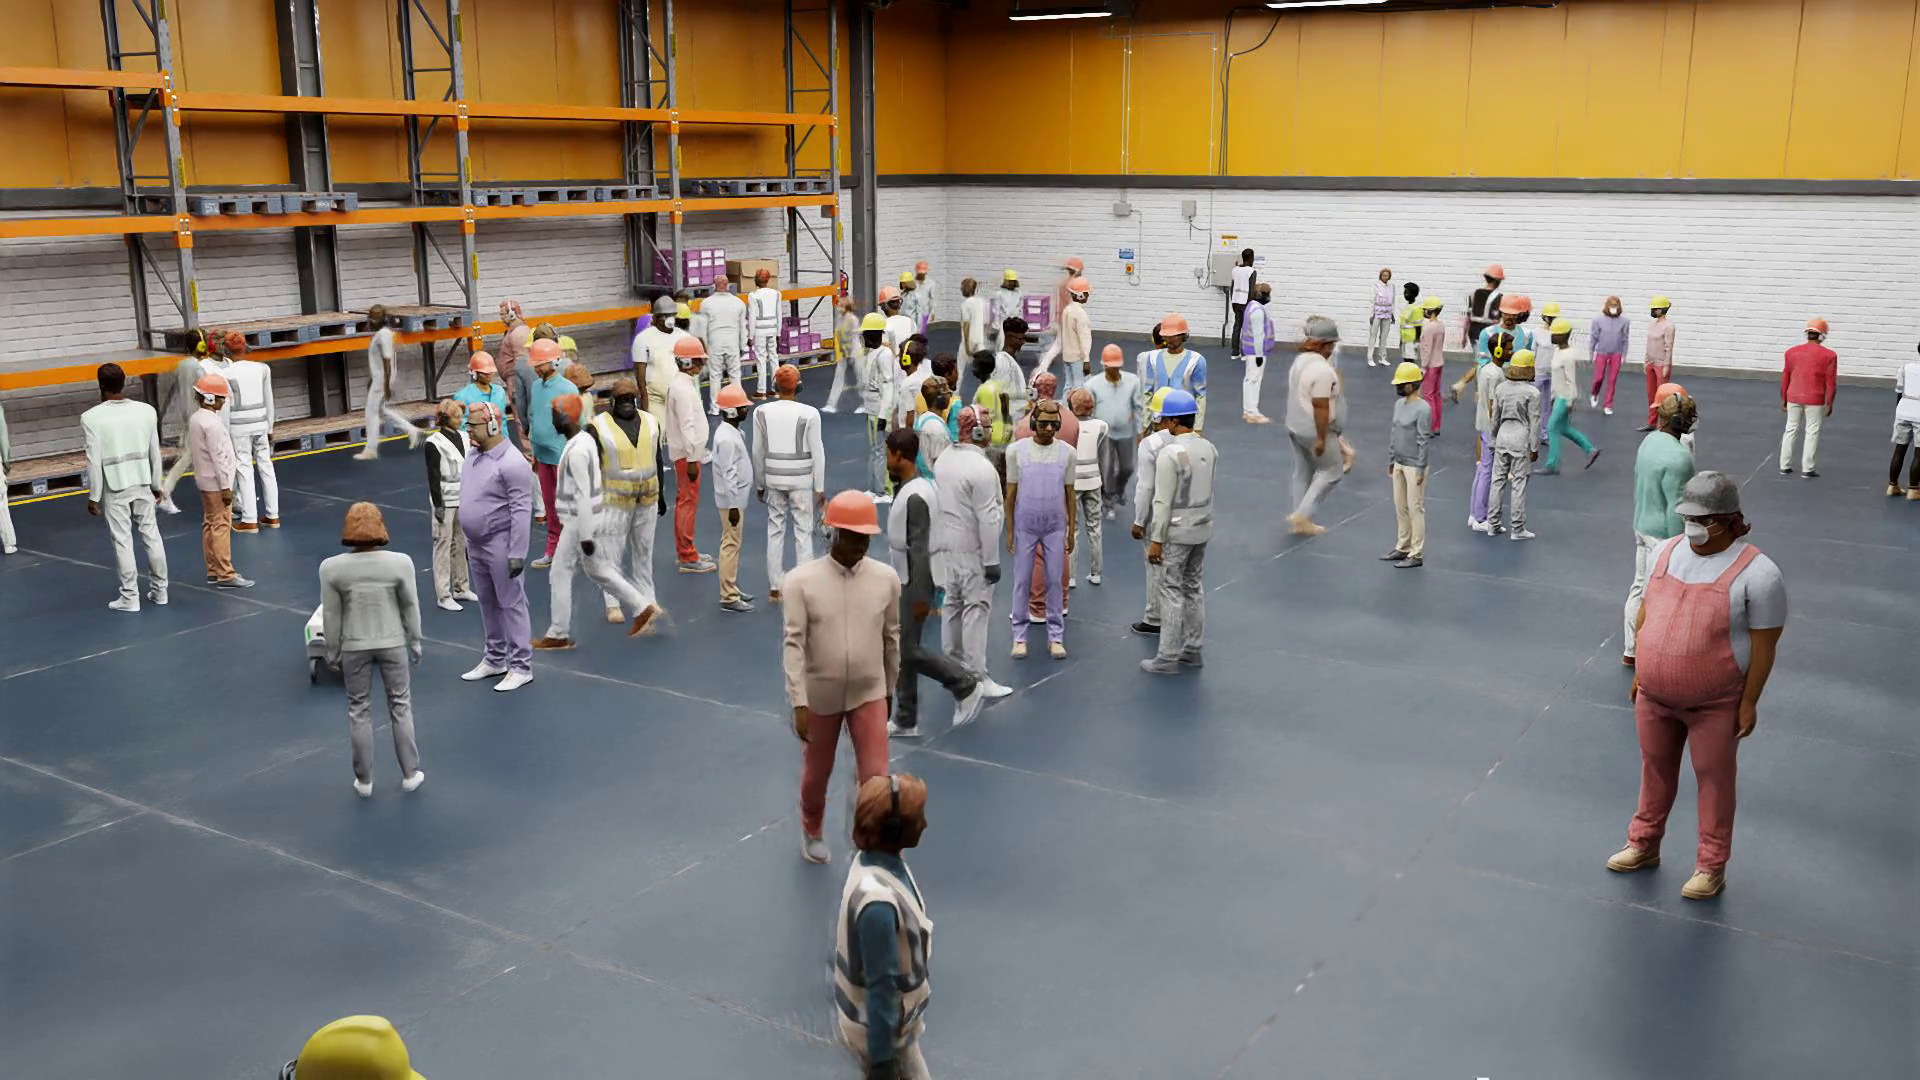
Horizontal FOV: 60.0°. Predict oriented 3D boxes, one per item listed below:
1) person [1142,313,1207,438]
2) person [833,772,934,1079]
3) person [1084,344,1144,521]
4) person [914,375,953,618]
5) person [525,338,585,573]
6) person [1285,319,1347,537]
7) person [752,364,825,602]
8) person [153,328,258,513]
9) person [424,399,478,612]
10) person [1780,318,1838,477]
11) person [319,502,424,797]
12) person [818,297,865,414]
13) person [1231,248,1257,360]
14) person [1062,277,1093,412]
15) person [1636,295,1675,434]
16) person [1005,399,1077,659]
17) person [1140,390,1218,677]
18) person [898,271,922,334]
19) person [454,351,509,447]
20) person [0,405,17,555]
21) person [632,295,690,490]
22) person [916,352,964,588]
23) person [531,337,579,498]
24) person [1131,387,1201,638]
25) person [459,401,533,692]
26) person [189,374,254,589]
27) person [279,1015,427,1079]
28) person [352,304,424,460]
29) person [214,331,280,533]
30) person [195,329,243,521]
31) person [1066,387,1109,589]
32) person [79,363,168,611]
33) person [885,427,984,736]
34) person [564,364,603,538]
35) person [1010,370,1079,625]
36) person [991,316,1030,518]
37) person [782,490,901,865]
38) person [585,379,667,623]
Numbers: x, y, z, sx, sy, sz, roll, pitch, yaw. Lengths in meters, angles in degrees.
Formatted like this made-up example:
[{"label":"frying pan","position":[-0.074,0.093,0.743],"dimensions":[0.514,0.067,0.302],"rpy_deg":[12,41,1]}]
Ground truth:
[{"label":"person","position":[1.991,-1.113,15.631],"dimensions":[0.615,2.040,0.381],"rpy_deg":[7,15,29]},{"label":"person","position":[-0.213,1.503,5.165],"dimensions":[0.360,1.625,0.547],"rpy_deg":[-1,13,-3]},{"label":"person","position":[1.478,-1.052,16.069],"dimensions":[0.592,1.717,0.592],"rpy_deg":[-1,13,-5]},{"label":"person","position":[-0.180,-0.331,12.670],"dimensions":[0.344,1.847,0.504],"rpy_deg":[-4,14,-17]},{"label":"person","position":[-3.406,-0.703,13.954],"dimensions":[0.623,1.992,0.397],"rpy_deg":[11,17,39]},{"label":"person","position":[3.272,-1.029,15.268],"dimensions":[0.539,2.000,0.683],"rpy_deg":[-4,13,-15]},{"label":"person","position":[-1.333,-0.435,13.035],"dimensions":[0.585,1.882,0.337],"rpy_deg":[4,14,16]},{"label":"person","position":[-7.559,-1.178,16.427],"dimensions":[0.533,1.817,0.979],"rpy_deg":[9,16,35]},{"label":"person","position":[-3.936,-0.280,12.907],"dimensions":[0.313,1.637,0.513],"rpy_deg":[4,14,18]},{"label":"person","position":[9.301,-1.558,18.225],"dimensions":[0.352,1.739,0.573],"rpy_deg":[-12,17,-41]},{"label":"person","position":[-3.207,0.598,9.104],"dimensions":[0.507,1.631,0.268],"rpy_deg":[-4,14,-17]},{"label":"person","position":[-1.568,-2.479,22.496],"dimensions":[0.817,1.594,0.534],"rpy_deg":[-10,17,-38]},{"label":"person","position":[4.900,-4.063,28.700],"dimensions":[0.374,1.917,0.597],"rpy_deg":[-8,15,-31]},{"label":"person","position":[1.465,-2.267,20.741],"dimensions":[0.375,1.995,0.611],"rpy_deg":[-5,14,-20]},{"label":"person","position":[8.806,-2.211,21.029],"dimensions":[0.342,1.761,0.528],"rpy_deg":[-2,13,-9]},{"label":"person","position":[0.564,-0.073,11.579],"dimensions":[0.501,1.840,0.349],"rpy_deg":[-1,13,-5]},{"label":"person","position":[1.491,-0.048,11.257],"dimensions":[0.420,1.933,0.618],"rpy_deg":[11,17,39]},{"label":"person","position":[-0.804,-3.261,25.603],"dimensions":[0.492,1.742,0.321],"rpy_deg":[11,17,39]},{"label":"person","position":[-4.282,-0.834,15.054],"dimensions":[0.343,1.749,0.571],"rpy_deg":[8,15,31]},{"label":"person","position":[-8.560,-0.649,14.495],"dimensions":[0.515,1.641,0.315],"rpy_deg":[-9,16,-35]},{"label":"person","position":[-3.057,-1.548,17.519],"dimensions":[0.683,2.000,0.538],"rpy_deg":[-10,17,-38]},{"label":"person","position":[-0.145,-0.568,13.536],"dimensions":[0.392,1.920,0.593],"rpy_deg":[-9,16,-35]},{"label":"person","position":[-4.006,-1.203,16.822],"dimensions":[0.537,1.670,0.897],"rpy_deg":[12,18,43]},{"label":"person","position":[1.489,-0.203,12.143],"dimensions":[0.594,1.832,0.404],"rpy_deg":[-10,16,-36]},{"label":"person","position":[-3.078,0.036,10.943],"dimensions":[0.648,1.907,0.409],"rpy_deg":[11,17,41]},{"label":"person","position":[-6.032,-0.478,13.530],"dimensions":[0.334,1.743,0.559],"rpy_deg":[-10,17,-38]},{"label":"person","position":[-1.250,1.824,3.521],"dimensions":[0.339,1.761,0.524],"rpy_deg":[-1,13,-3]},{"label":"person","position":[-6.702,-1.840,19.306],"dimensions":[0.770,1.805,0.535],"rpy_deg":[-5,14,-22]},{"label":"person","position":[-6.653,-1.004,15.507],"dimensions":[0.362,1.883,0.575],"rpy_deg":[8,15,32]},{"label":"person","position":[-7.149,-1.122,16.097],"dimensions":[0.376,1.845,0.573],"rpy_deg":[1,13,4]},{"label":"person","position":[0.971,-0.420,13.507],"dimensions":[0.523,1.639,0.309],"rpy_deg":[-6,14,-23]},{"label":"person","position":[-6.428,-0.405,12.832],"dimensions":[0.372,1.916,0.597],"rpy_deg":[8,15,32]},{"label":"person","position":[-0.233,0.260,10.028],"dimensions":[0.618,1.876,0.623],"rpy_deg":[-2,13,-7]},{"label":"person","position":[-3.418,-0.787,15.113],"dimensions":[0.287,1.631,0.501],"rpy_deg":[-3,13,-12]},{"label":"person","position":[0.604,-0.322,12.496],"dimensions":[0.405,1.906,0.652],"rpy_deg":[11,17,40]},{"label":"person","position":[0.482,-1.192,16.154],"dimensions":[0.379,1.959,0.603],"rpy_deg":[1,13,6]},{"label":"person","position":[-0.560,0.714,7.925],"dimensions":[0.606,1.943,0.988],"rpy_deg":[-4,14,-16]},{"label":"person","position":[-2.499,-0.303,12.559],"dimensions":[0.636,1.840,0.429],"rpy_deg":[-10,16,-36]}]
